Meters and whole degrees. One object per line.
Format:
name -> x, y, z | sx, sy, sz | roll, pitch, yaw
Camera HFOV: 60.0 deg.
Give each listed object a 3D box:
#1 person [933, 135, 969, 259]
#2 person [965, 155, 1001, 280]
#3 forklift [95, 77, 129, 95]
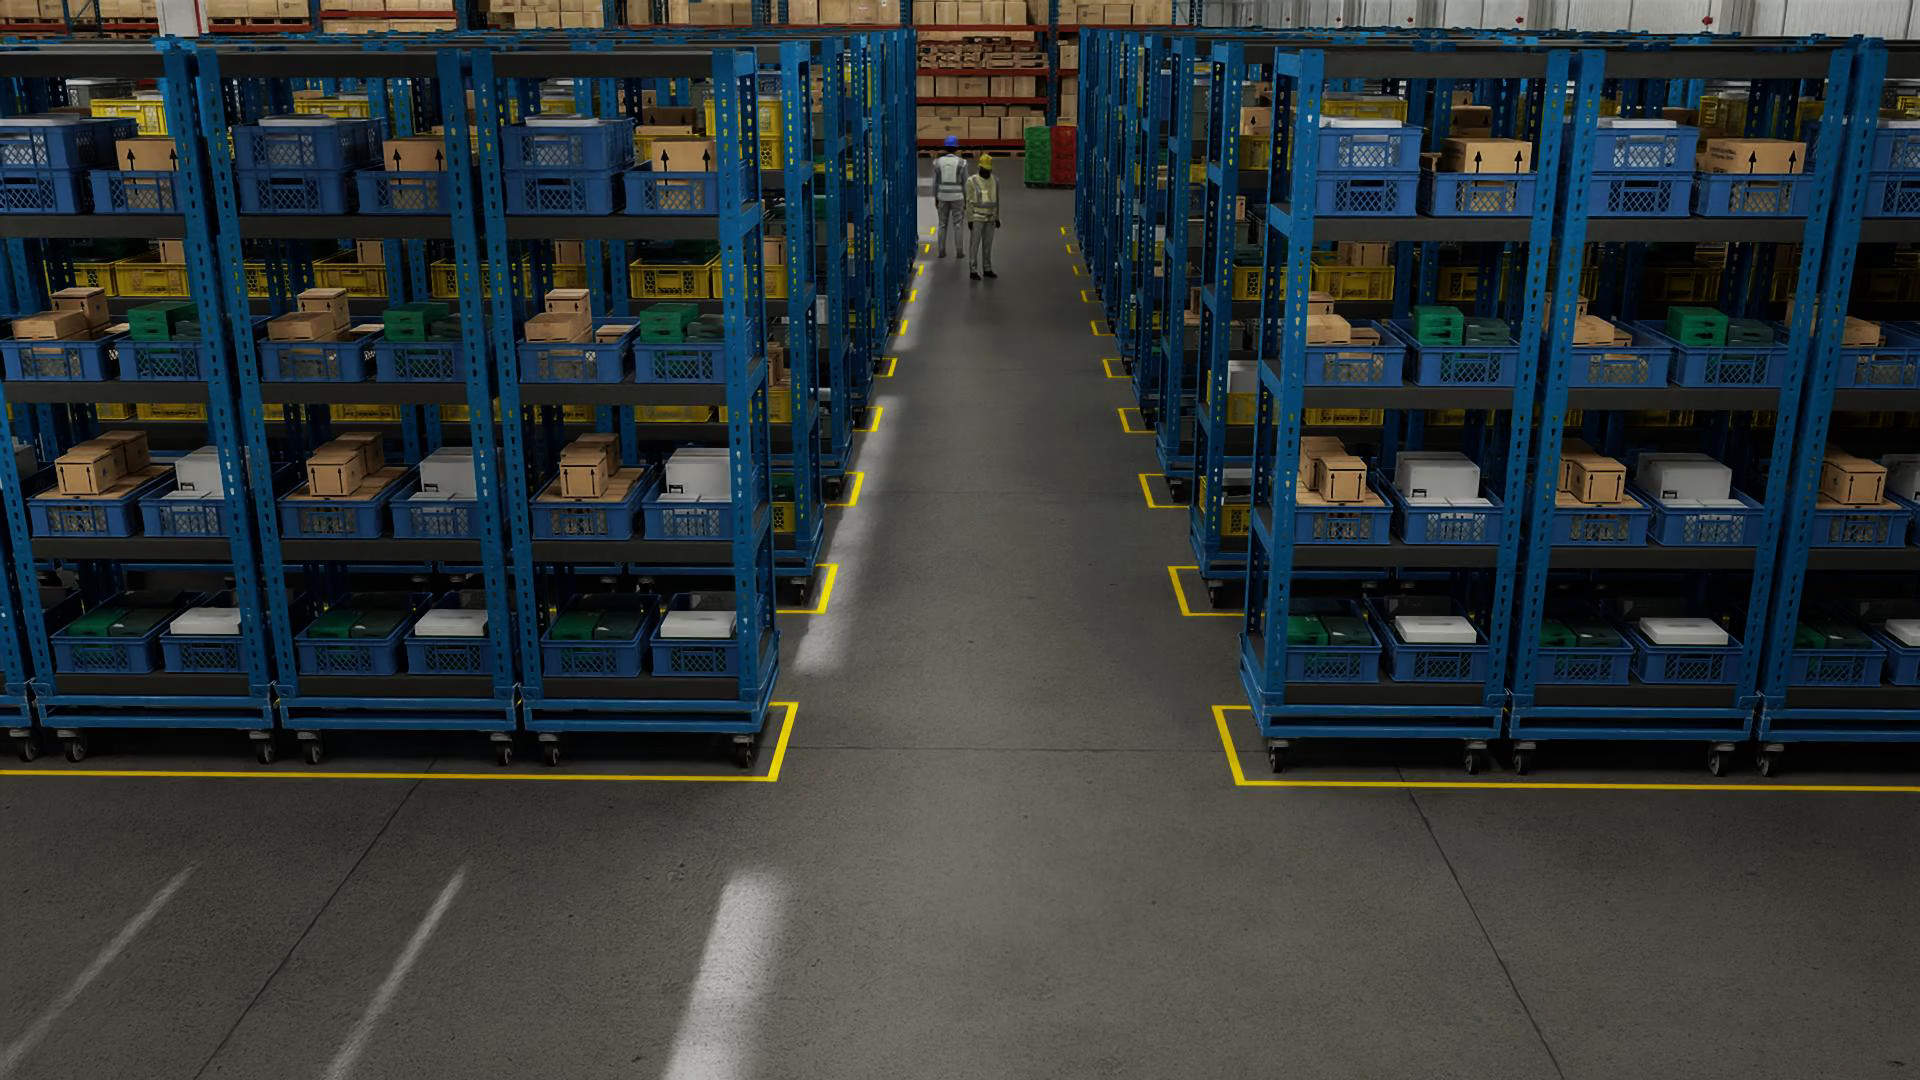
person -> -0.135, -5.506, 26.724 | 0.607, 1.941, 0.399 | 5, 18, 16
person -> 0.354, -4.766, 24.569 | 0.587, 1.822, 0.404 | -12, 21, -33
forklift -> -24.419, -12.676, 48.037 | 1.129, 2.768, 1.873 | 0, 17, 1
